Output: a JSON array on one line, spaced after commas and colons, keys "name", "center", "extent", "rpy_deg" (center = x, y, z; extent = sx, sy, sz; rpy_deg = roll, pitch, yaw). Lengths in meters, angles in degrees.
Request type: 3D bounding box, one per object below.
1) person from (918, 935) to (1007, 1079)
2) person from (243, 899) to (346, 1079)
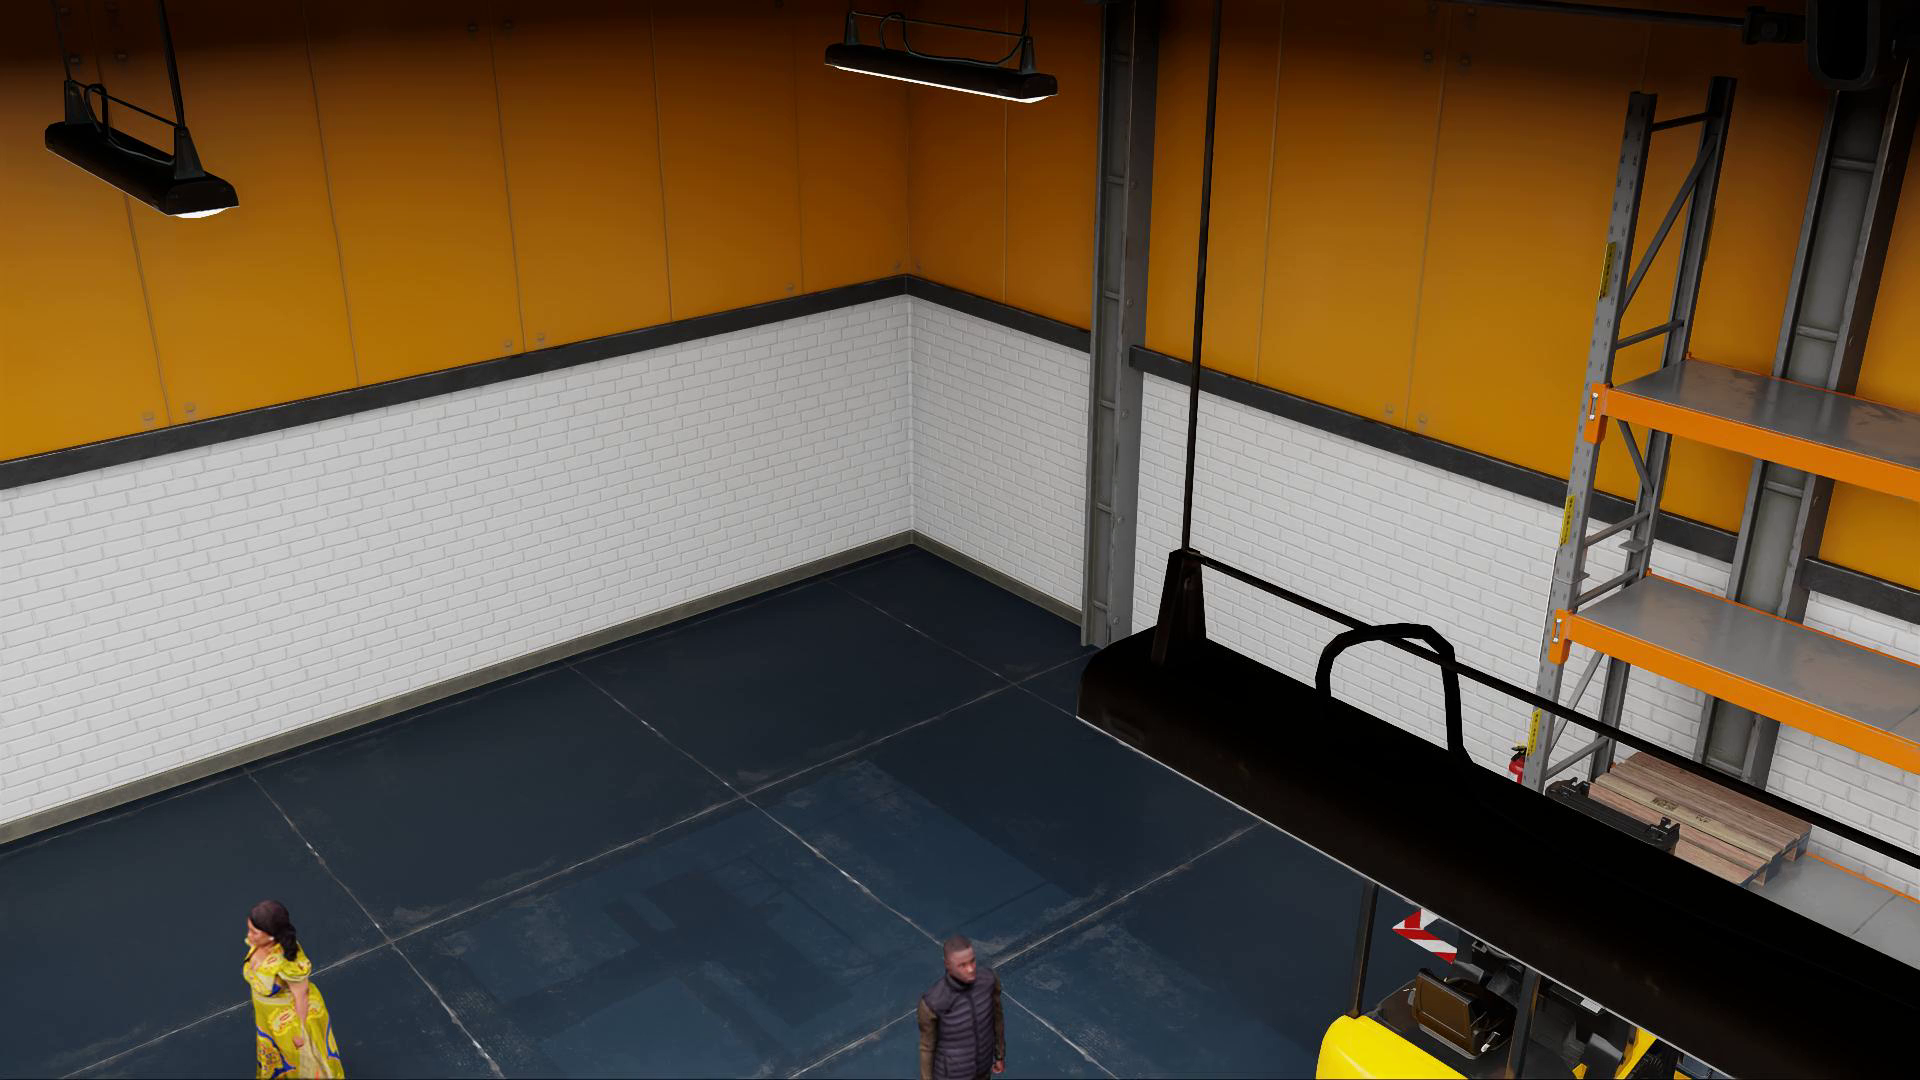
[{"name": "person", "center": [-0.021, 2.978, 9.462], "extent": [0.732, 1.813, 1.074], "rpy_deg": [-16, 28, -33]}, {"name": "person", "center": [-4.020, 2.845, 9.958], "extent": [0.790, 1.660, 0.973], "rpy_deg": [18, 30, 36]}]
